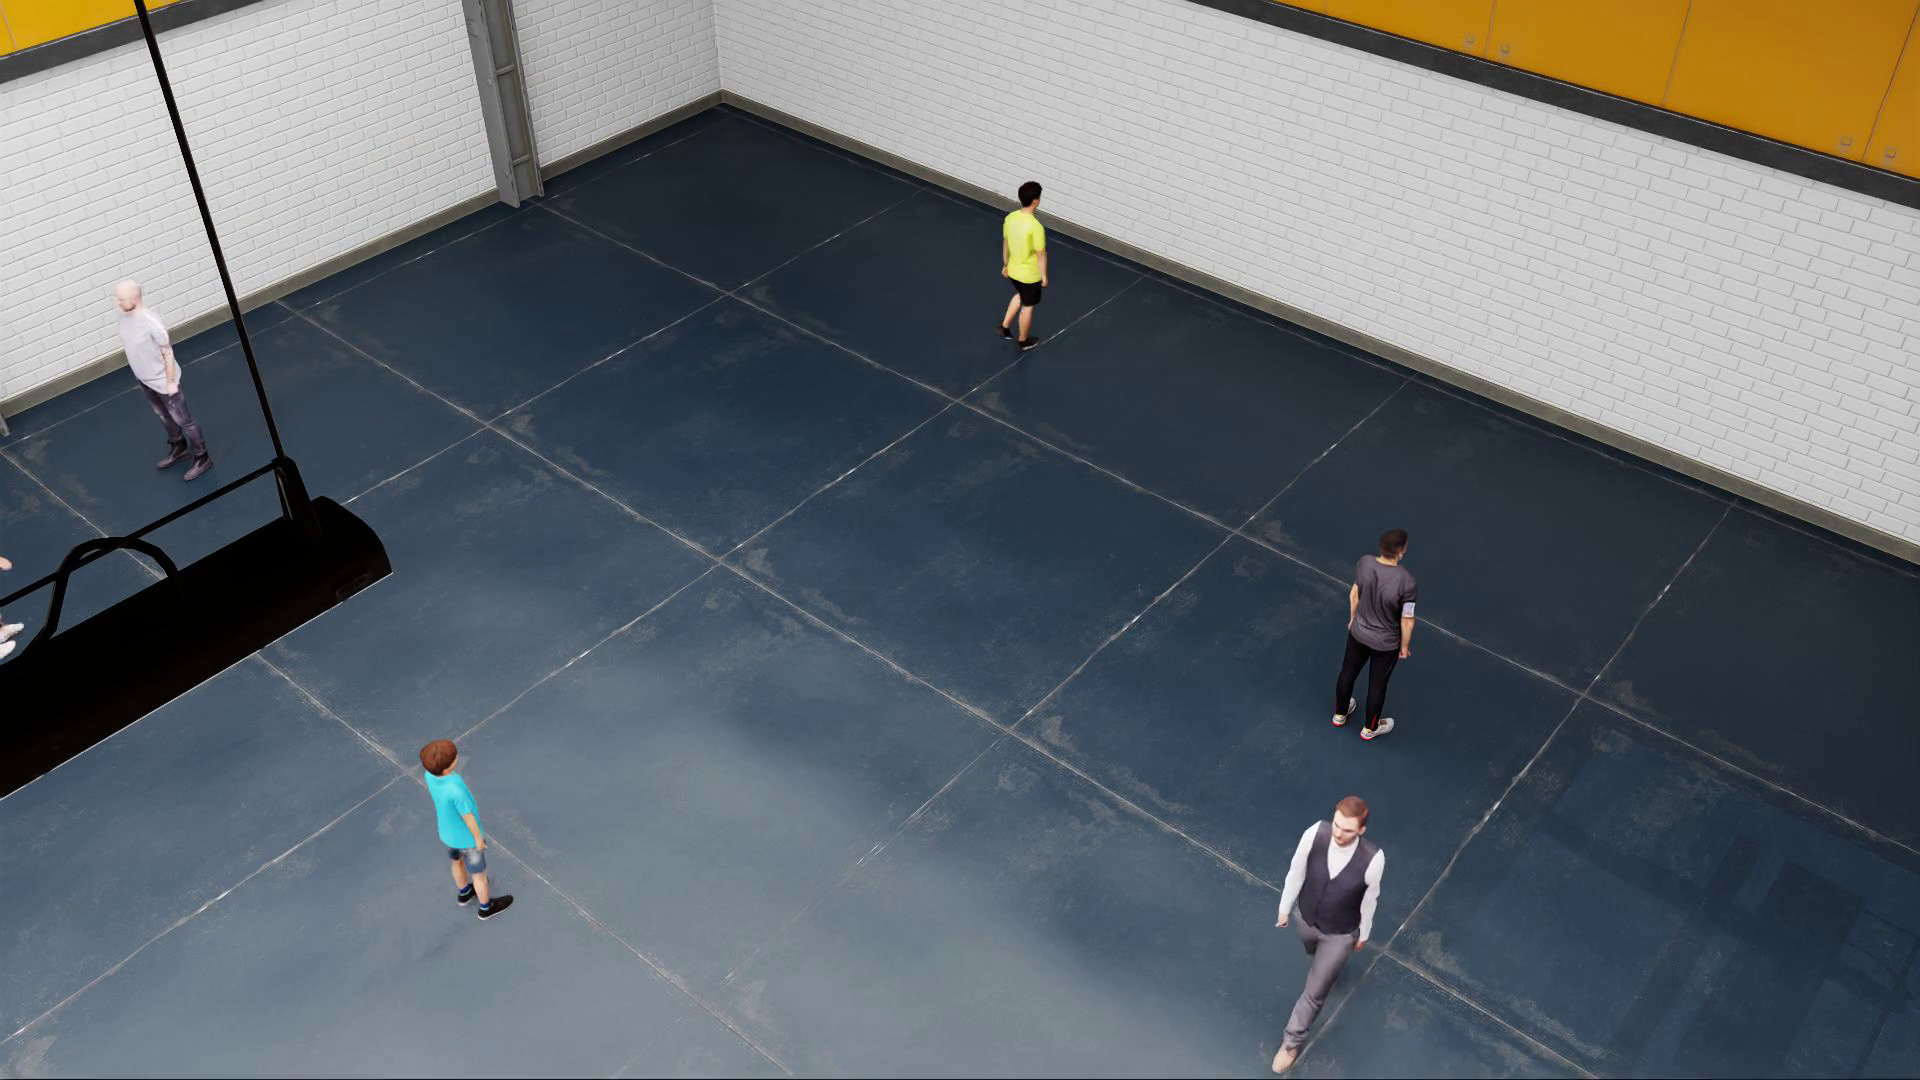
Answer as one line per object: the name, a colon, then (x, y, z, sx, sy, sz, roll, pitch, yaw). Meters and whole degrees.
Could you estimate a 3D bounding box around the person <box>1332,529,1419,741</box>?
person: (2.840, 0.640, 11.385, 0.636, 1.765, 0.550, 30, 48, 32)

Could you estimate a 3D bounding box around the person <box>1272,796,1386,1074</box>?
person: (2.125, 2.099, 9.440, 0.693, 1.912, 1.207, 26, 45, 28)

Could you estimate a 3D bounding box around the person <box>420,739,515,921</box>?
person: (-3.093, 1.768, 10.226, 0.516, 1.449, 0.479, 28, 46, 30)

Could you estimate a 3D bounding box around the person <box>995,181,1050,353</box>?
person: (0.545, -2.476, 15.341, 0.751, 1.697, 0.687, -27, 46, -29)

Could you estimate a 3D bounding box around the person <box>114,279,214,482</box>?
person: (-6.660, -1.365, 13.839, 0.675, 1.835, 0.611, 23, 44, 26)
